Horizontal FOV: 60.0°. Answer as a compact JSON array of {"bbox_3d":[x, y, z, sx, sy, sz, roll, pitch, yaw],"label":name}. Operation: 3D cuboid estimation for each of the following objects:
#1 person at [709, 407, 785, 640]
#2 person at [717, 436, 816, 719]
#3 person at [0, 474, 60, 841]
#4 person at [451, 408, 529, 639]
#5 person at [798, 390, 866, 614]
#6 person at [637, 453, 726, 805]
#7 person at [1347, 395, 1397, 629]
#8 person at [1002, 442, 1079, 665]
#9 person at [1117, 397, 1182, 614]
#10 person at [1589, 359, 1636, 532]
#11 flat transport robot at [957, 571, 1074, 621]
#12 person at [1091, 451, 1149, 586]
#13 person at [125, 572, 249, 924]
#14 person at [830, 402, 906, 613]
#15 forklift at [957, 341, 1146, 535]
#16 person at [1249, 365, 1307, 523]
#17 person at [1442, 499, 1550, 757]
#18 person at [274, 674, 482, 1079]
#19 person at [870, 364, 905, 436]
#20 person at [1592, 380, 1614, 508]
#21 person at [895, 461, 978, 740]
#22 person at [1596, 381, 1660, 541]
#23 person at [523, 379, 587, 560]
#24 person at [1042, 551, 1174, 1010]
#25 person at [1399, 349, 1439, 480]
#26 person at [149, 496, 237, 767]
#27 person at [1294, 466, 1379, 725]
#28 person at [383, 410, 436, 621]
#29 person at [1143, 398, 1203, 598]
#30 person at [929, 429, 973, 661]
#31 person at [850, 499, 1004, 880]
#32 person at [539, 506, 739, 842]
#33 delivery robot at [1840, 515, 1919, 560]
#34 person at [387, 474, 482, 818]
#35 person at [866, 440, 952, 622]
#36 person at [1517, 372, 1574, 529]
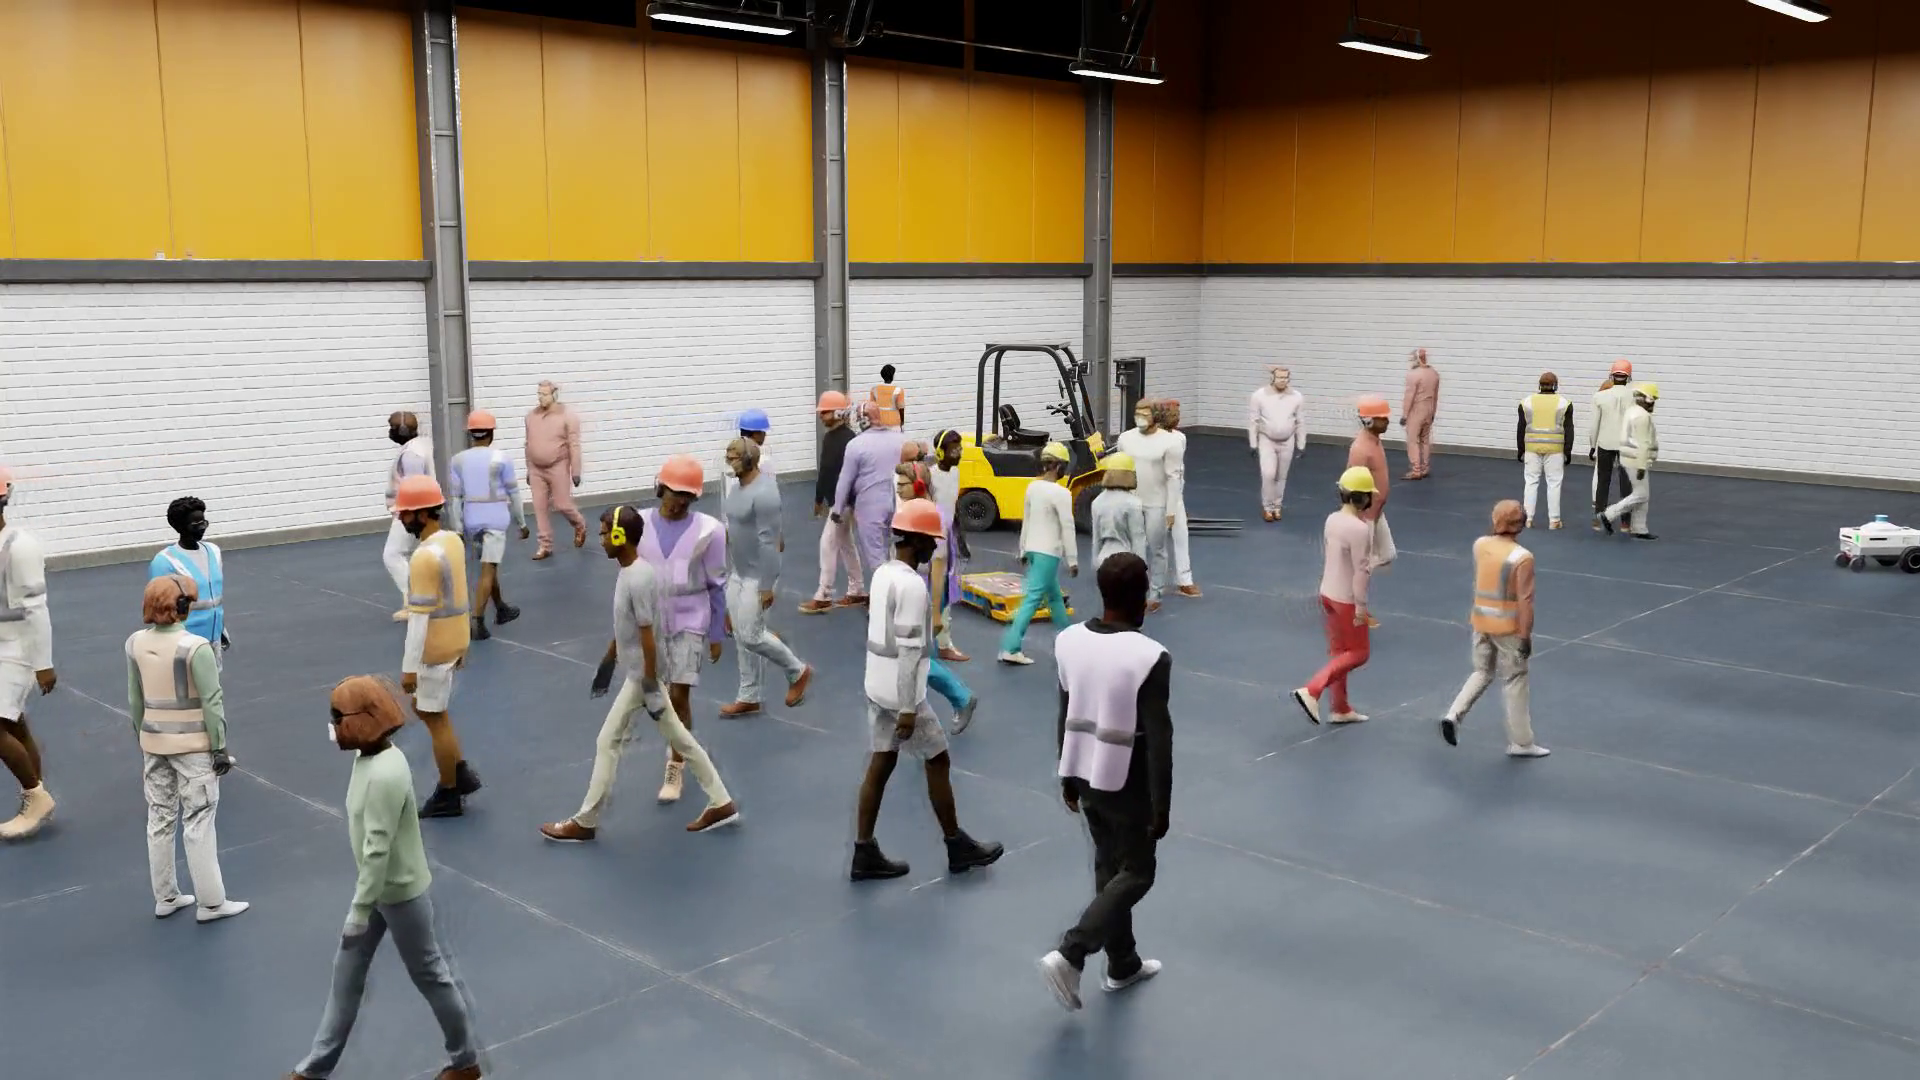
[{"bbox_3d":[-1.693,-0.099,13.371,0.478,1.928,0.614,-8,12,-39],"label":"person"},{"bbox_3d":[-1.342,0.253,11.217,0.561,1.926,0.644,-5,11,-30],"label":"person"},{"bbox_3d":[-5.064,0.604,8.766,0.651,2.022,0.498,7,11,35],"label":"person"},{"bbox_3d":[-3.932,-0.151,13.850,0.544,1.885,0.997,3,10,15],"label":"person"},{"bbox_3d":[-1.174,-0.333,14.713,0.846,1.959,0.655,-4,10,-23],"label":"person"},{"bbox_3d":[-1.641,0.476,9.613,0.634,2.010,0.675,1,9,5],"label":"person"},{"bbox_3d":[3.451,-0.228,13.991,0.434,1.980,0.650,5,10,27],"label":"person"},{"bbox_3d":[0.691,0.108,12.772,0.888,1.700,0.554,-5,11,-29],"label":"person"},{"bbox_3d":[1.563,-0.266,14.427,0.655,1.914,0.803,6,11,32],"label":"person"},{"bbox_3d":[7.600,-1.089,19.241,0.617,1.994,0.381,3,10,20],"label":"person"},{"bbox_3d":[0.393,0.482,14.878,0.652,0.197,1.431,-4,10,-24],"label":"flat transport robot"},{"bbox_3d":[1.098,0.224,12.043,0.614,1.706,0.536,-7,12,-37],"label":"person"},{"bbox_3d":[-3.616,0.968,7.720,0.514,1.639,0.310,3,10,20],"label":"person"},{"bbox_3d":[-0.813,-0.279,14.660,0.647,1.869,0.778,-9,13,-44],"label":"person"},{"bbox_3d":[0.977,-1.223,19.452,2.313,2.155,1.214,2,9,11],"label":"forklift"},{"bbox_3d":[3.825,-1.150,19.936,0.669,1.883,0.675,0,9,-2],"label":"person"},{"bbox_3d":[3.323,0.551,10.313,0.608,1.621,0.543,-4,10,-24],"label":"person"},{"bbox_3d":[-2.133,1.281,5.939,0.824,1.595,0.519,-6,11,-31],"label":"person"},{"bbox_3d":[-1.022,-1.633,23.517,0.531,1.691,0.321,3,10,16],"label":"person"},{"bbox_3d":[8.241,-1.229,21.203,0.282,1.633,0.498,5,10,28],"label":"person"},{"bbox_3d":[-0.226,0.399,10.632,0.564,1.817,0.587,-5,10,-26],"label":"person"},{"bbox_3d":[7.490,-0.872,18.506,0.615,1.795,0.619,2,9,12],"label":"person"},{"bbox_3d":[-4.277,-0.757,17.545,0.650,1.887,0.709,3,10,17],"label":"person"},{"bbox_3d":[0.599,0.989,6.814,0.692,1.899,0.594,-8,12,-41],"label":"person"},{"bbox_3d":[6.619,-1.808,24.016,0.853,1.882,0.392,-9,13,-44],"label":"person"},{"bbox_3d":[-4.577,0.576,9.943,0.319,1.695,0.539,3,10,15],"label":"person"},{"bbox_3d":[2.480,0.385,10.938,0.522,1.749,0.532,-2,10,-15],"label":"person"},{"bbox_3d":[-4.771,-0.207,14.355,0.508,1.821,0.629,-1,9,-7],"label":"person"},{"bbox_3d":[1.874,-0.415,15.598,0.582,1.844,0.980,-7,12,-37],"label":"person"},{"bbox_3d":[-0.296,0.025,12.973,0.816,1.822,0.513,4,10,23],"label":"person"},{"bbox_3d":[-0.176,0.742,8.318,0.896,1.893,0.568,-4,10,-23],"label":"person"},{"bbox_3d":[-1.682,0.713,8.823,1.052,1.806,0.491,-1,9,-8],"label":"person"},{"bbox_3d":[9.253,-0.008,16.728,0.707,0.478,0.477,-1,9,-3],"label":"delivery robot"},{"bbox_3d":[-2.896,0.594,9.121,0.390,1.925,0.580,0,9,-1],"label":"person"},{"bbox_3d":[-0.451,-0.041,14.018,0.818,1.605,0.523,-9,13,-43],"label":"person"},{"bbox_3d":[6.836,-1.041,19.440,0.633,1.835,0.429,5,10,26],"label":"person"}]
